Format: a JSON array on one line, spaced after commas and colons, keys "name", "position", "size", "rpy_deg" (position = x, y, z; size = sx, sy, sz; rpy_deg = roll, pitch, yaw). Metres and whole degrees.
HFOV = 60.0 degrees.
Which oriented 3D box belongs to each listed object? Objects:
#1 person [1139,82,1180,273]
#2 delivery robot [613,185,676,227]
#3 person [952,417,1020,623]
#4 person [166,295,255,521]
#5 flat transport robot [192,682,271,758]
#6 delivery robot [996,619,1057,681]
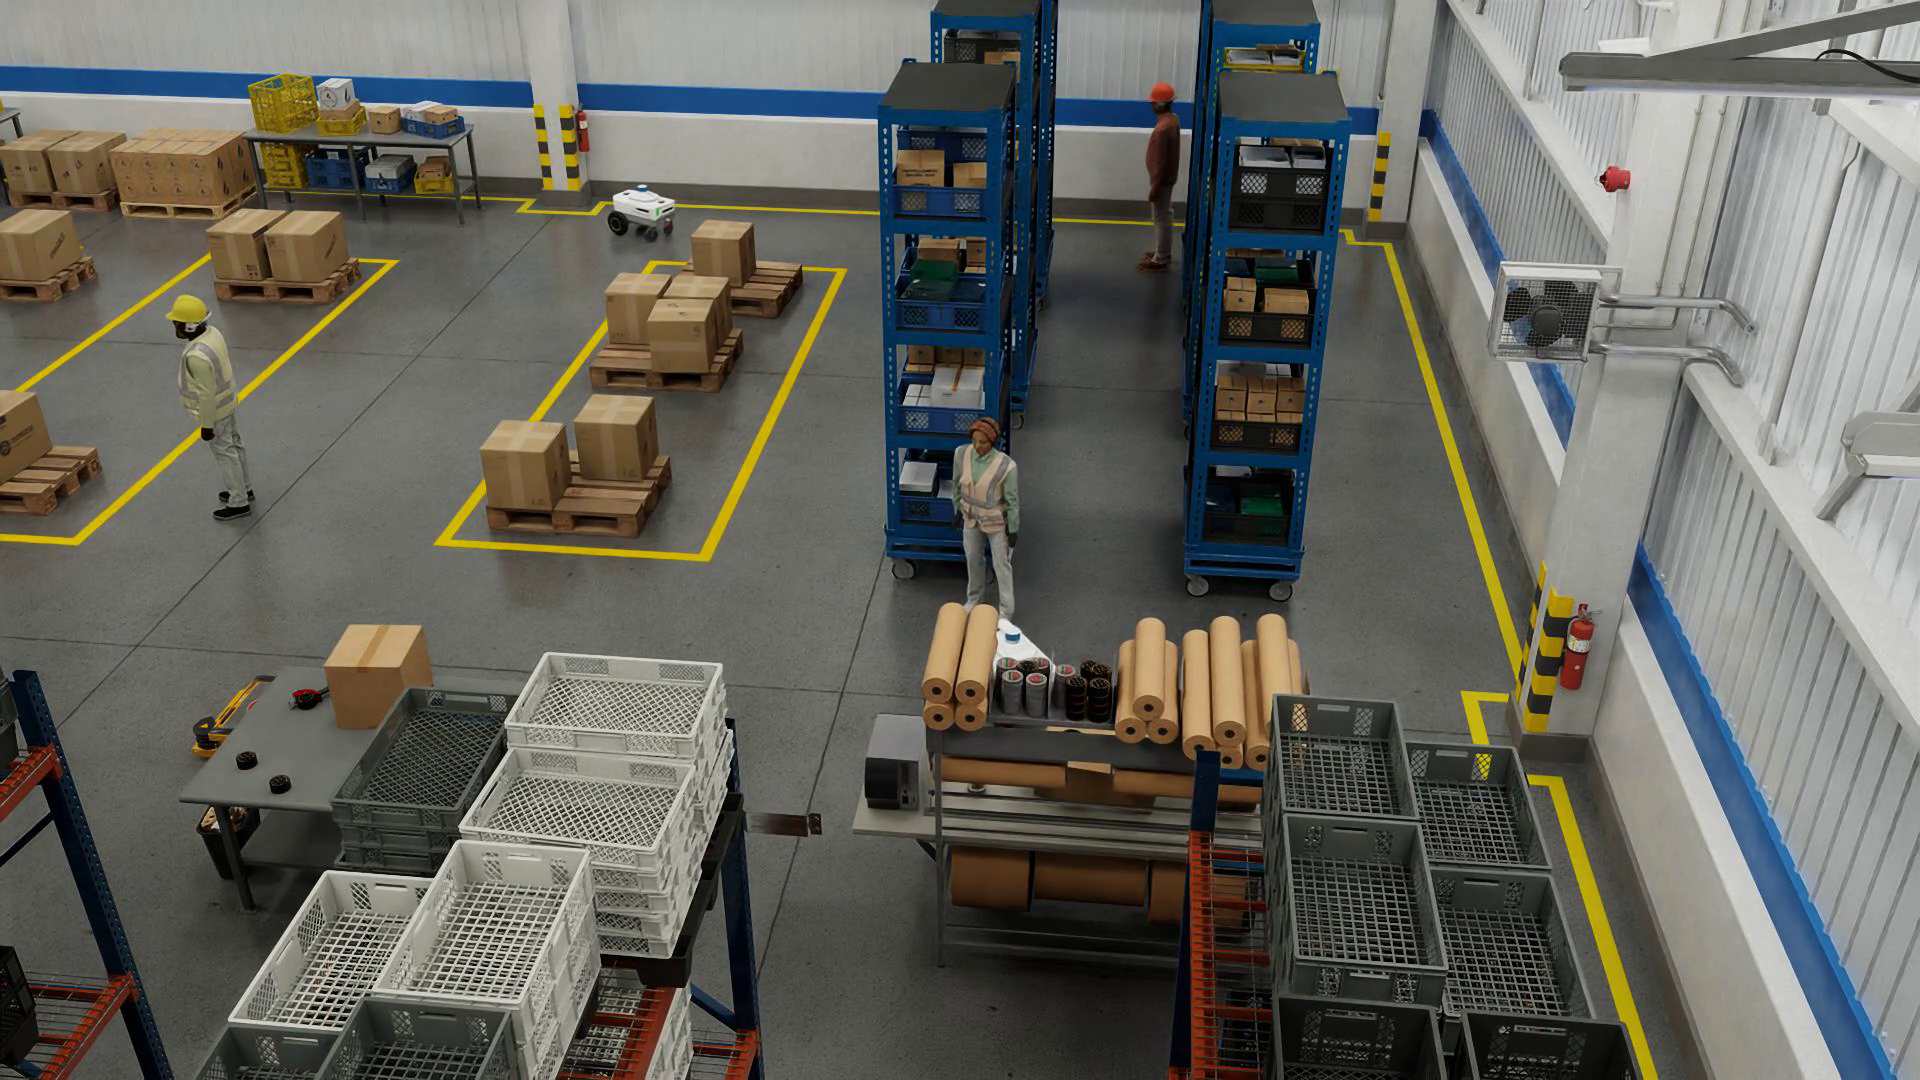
[{"name": "person", "position": [2.104, -3.817, 17.503], "size": [0.400, 1.989, 0.623], "rpy_deg": [10, 32, 16]}, {"name": "delivery robot", "position": [-3.552, -3.754, 18.724], "size": [0.707, 0.478, 0.477], "rpy_deg": [18, 35, 28]}, {"name": "person", "position": [0.185, -0.118, 11.514], "size": [0.529, 1.628, 0.320], "rpy_deg": [20, 36, 30]}, {"name": "person", "position": [-5.798, -1.037, 12.882], "size": [0.404, 1.837, 0.588], "rpy_deg": [-6, 31, -10]}, {"name": "flat transport robot", "position": [-4.089, 1.163, 10.648], "size": [1.431, 0.197, 0.652], "rpy_deg": [3, 30, 6]}, {"name": "delivery robot", "position": [0.340, 0.794, 10.913], "size": [0.477, 0.478, 0.707], "rpy_deg": [-15, 34, -25]}]
